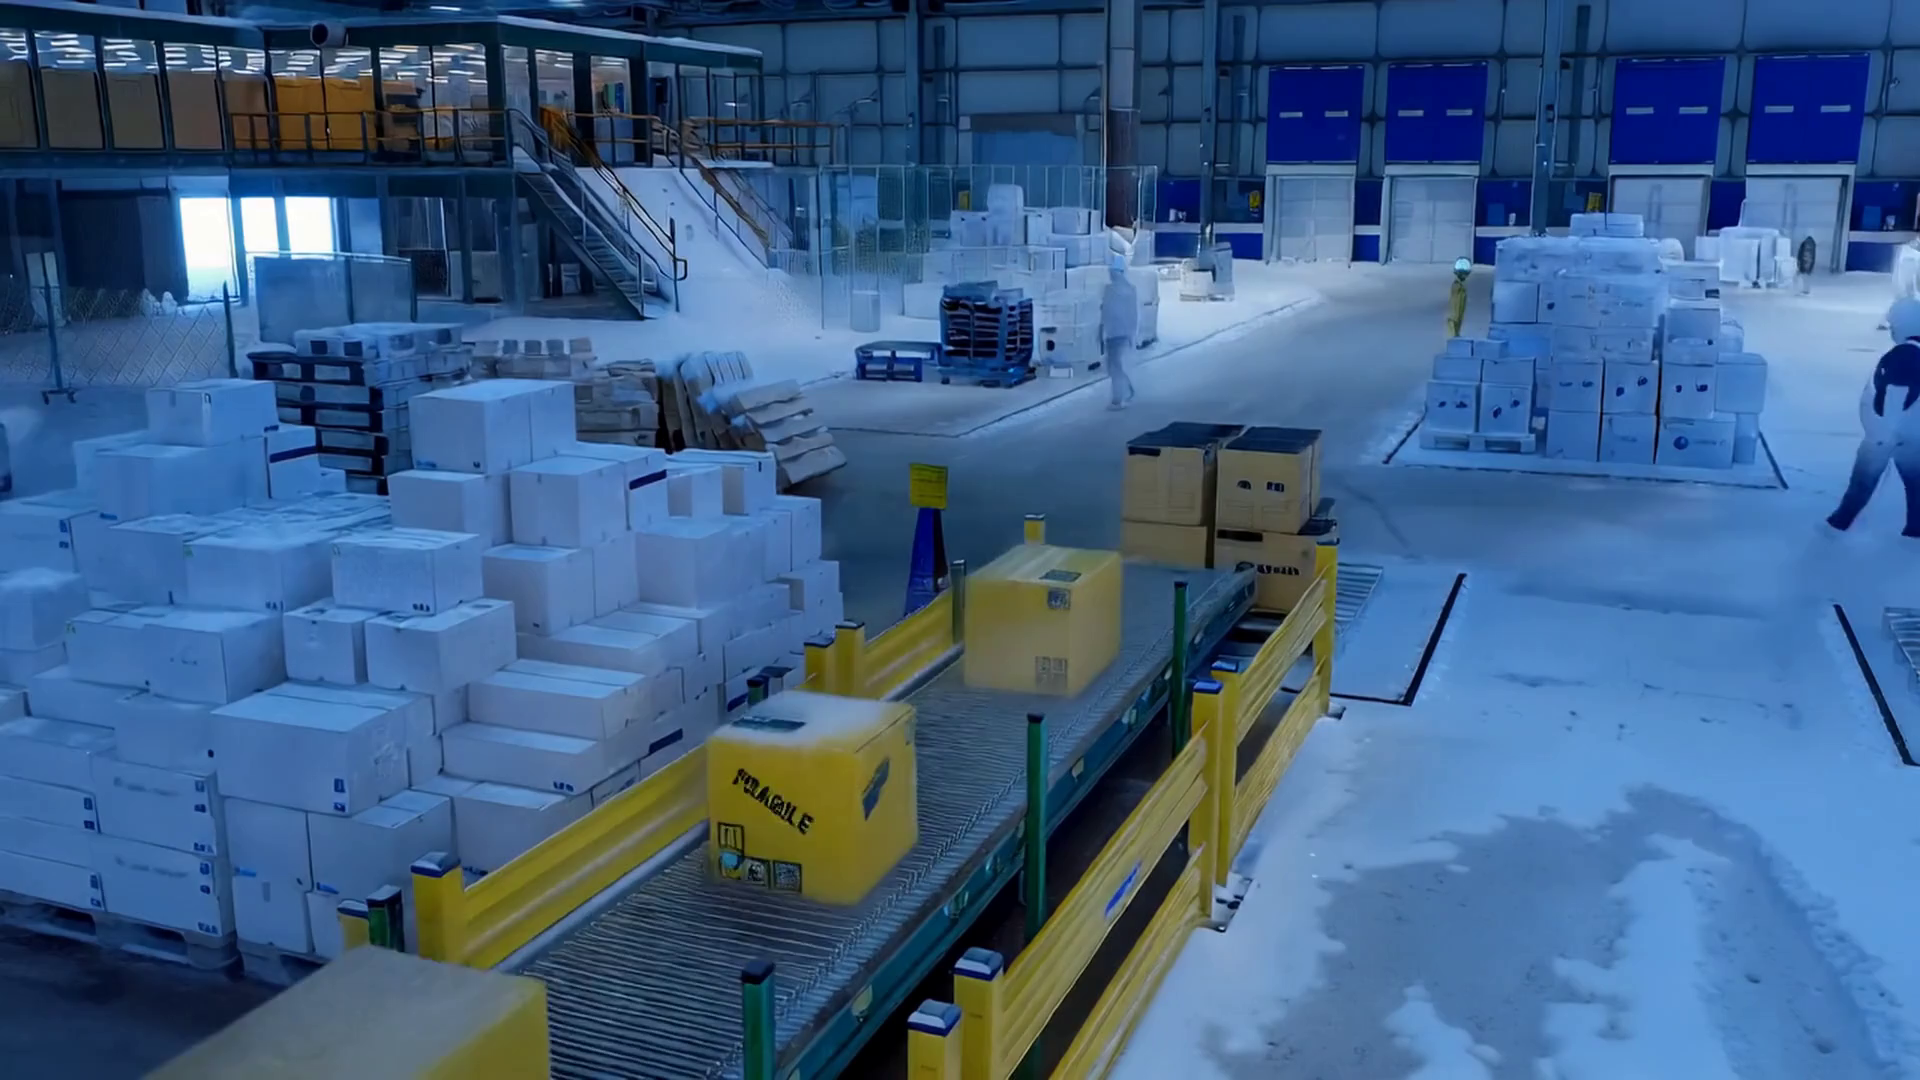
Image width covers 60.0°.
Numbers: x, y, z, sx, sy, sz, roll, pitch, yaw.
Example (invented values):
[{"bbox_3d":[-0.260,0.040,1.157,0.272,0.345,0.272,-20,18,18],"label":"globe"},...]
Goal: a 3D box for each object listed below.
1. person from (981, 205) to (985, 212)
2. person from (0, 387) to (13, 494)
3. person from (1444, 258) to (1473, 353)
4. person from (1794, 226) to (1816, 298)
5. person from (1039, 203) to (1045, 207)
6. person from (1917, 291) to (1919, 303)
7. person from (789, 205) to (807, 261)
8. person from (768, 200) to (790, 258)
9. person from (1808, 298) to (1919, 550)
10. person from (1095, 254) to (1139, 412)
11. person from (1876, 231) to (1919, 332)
[{"bbox_3d":[0.702,-9.280,50.944,0.551,1.936,0.356,-2,13,-10],"label":"person"},{"bbox_3d":[-6.957,-0.531,11.557,0.616,2.019,0.893,-8,15,-31],"label":"person"},{"bbox_3d":[7.175,-3.178,23.990,0.368,1.752,0.523,3,13,13],"label":"person"},{"bbox_3d":[20.033,-6.574,39.344,0.318,1.700,0.535,2,13,11],"label":"person"},{"bbox_3d":[2.668,-9.915,53.763,0.605,1.951,0.381,0,13,0],"label":"person"},{"bbox_3d":[12.074,-2.498,20.727,0.491,1.856,0.521,-3,13,-12],"label":"person"},{"bbox_3d":[-5.387,-10.171,55.176,0.621,1.838,0.429,-7,14,-29],"label":"person"},{"bbox_3d":[-6.187,-10.625,56.912,0.903,1.960,0.653,1,13,5],"label":"person"},{"bbox_3d":[7.451,-0.965,13.415,0.709,2.000,0.940,-9,15,-34],"label":"person"},{"bbox_3d":[1.937,-2.579,20.795,0.430,1.978,0.621,-6,14,-26],"label":"person"},{"bbox_3d":[17.602,-4.765,30.831,0.625,1.871,1.050,-8,15,-32],"label":"person"}]
